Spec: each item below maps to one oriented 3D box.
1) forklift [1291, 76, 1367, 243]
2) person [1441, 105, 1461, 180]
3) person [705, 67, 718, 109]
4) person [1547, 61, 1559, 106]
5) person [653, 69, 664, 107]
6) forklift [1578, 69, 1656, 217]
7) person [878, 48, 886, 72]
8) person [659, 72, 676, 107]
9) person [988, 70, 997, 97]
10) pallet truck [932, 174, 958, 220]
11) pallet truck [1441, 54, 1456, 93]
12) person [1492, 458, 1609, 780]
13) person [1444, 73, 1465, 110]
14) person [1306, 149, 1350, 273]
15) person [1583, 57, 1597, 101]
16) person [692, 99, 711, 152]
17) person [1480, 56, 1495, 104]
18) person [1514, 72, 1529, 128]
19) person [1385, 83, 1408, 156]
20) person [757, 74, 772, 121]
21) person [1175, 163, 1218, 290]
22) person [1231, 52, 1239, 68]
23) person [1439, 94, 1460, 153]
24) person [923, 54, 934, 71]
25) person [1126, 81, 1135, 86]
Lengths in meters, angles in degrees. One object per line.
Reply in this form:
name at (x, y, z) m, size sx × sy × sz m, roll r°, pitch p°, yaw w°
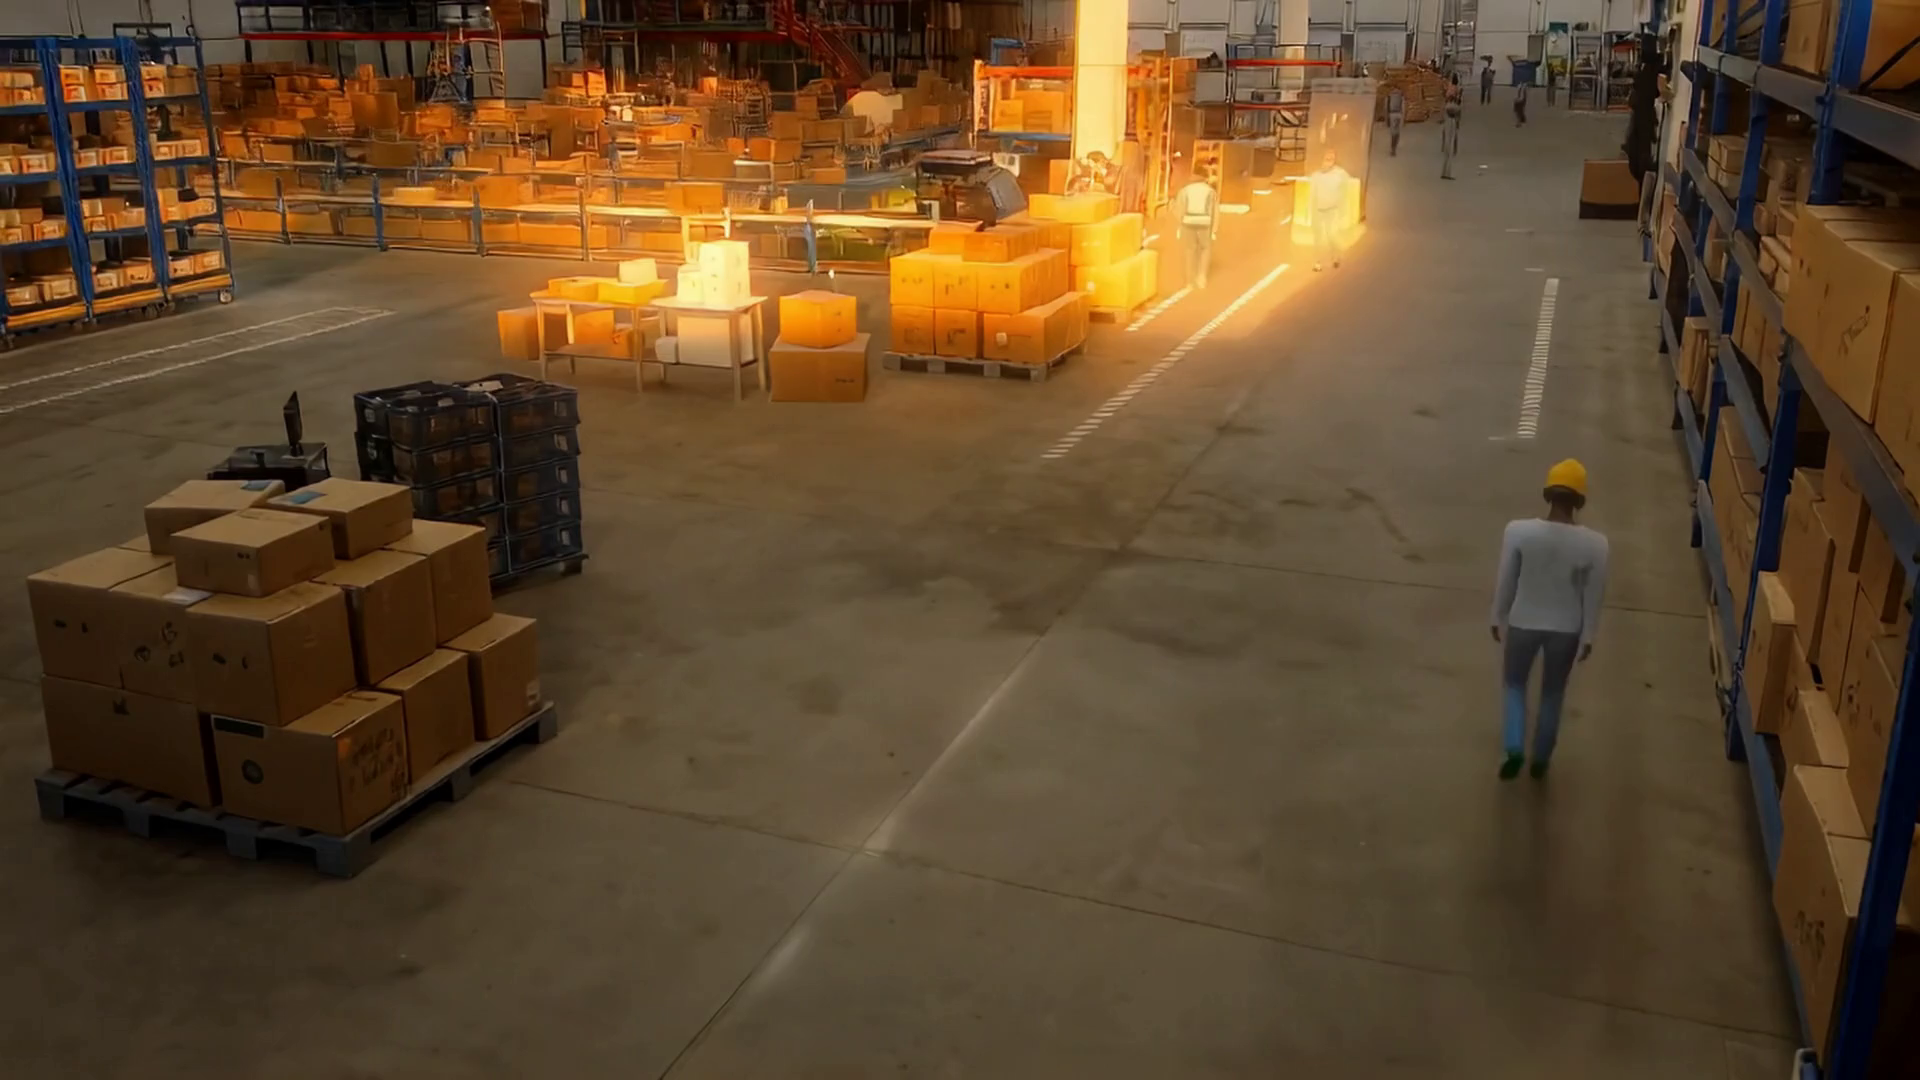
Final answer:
forklift at (6.598, -6.755, 29.381) m, size 1.129 × 2.768 × 1.873 m, roll 6°, pitch 19°, yaw 19°
person at (11.859, -9.586, 40.101) m, size 0.328 × 1.760 × 0.524 m, roll -2°, pitch 18°, yaw -6°
person at (-9.042, -16.126, 60.303) m, size 0.658 × 1.975 × 0.619 m, roll 12°, pitch 21°, yaw 32°
person at (25.381, -19.520, 71.138) m, size 0.310 × 1.864 × 0.533 m, roll -13°, pitch 22°, yaw -36°
person at (-10.803, -16.043, 60.138) m, size 0.586 × 1.904 × 0.596 m, roll -16°, pitch 24°, yaw -41°
forklift at (13.219, -7.740, 32.475) m, size 1.873 × 2.768 × 1.129 m, roll 6°, pitch 19°, yaw 18°
person at (-4.496, -27.341, 95.742) m, size 0.516 × 1.843 × 0.327 m, roll -11°, pitch 21°, yaw -32°
person at (-10.435, -15.756, 59.359) m, size 0.588 × 1.835 × 0.403 m, roll -9°, pitch 20°, yaw -25°
person at (1.347, -18.256, 67.069) m, size 0.400 × 1.923 × 0.577 m, roll 15°, pitch 23°, yaw 39°
pallet truck at (-0.507, -5.292, 27.348) m, size 0.653 × 1.274 × 1.630 m, roll 6°, pitch 19°, yaw 19°
pallet truck at (22.765, -21.886, 78.355) m, size 0.823 × 1.965 × 1.885 m, roll -4°, pitch 18°, yaw -14°
person at (3.030, 0.444, 8.593) m, size 0.535 × 1.749 × 0.493 m, roll 6°, pitch 19°, yaw 18°
person at (16.440, -14.528, 55.328) m, size 0.626 × 1.934 × 0.802 m, roll 6°, pitch 19°, yaw 18°
person at (5.664, -5.077, 25.714) m, size 0.664 × 1.888 × 0.464 m, roll 10°, pitch 20°, yaw 30°
person at (28.445, -20.795, 75.049) m, size 0.389 × 1.924 × 0.591 m, roll -9°, pitch 20°, yaw -25°
person at (-7.144, -11.342, 45.842) m, size 0.640 × 1.611 × 0.509 m, roll -17°, pitch 24°, yaw -42°
person at (23.171, -20.177, 72.916) m, size 0.537 × 2.000 × 0.683 m, roll -13°, pitch 22°, yaw -36°
person at (19.476, -15.244, 57.634) m, size 0.446 × 1.907 × 0.590 m, roll -3°, pitch 18°, yaw -10°
person at (12.185, -11.772, 46.584) m, size 0.616 × 2.007 × 0.985 m, roll 8°, pitch 19°, yaw 25°
person at (-7.225, -16.317, 61.330) m, size 0.441 × 1.698 × 0.541 m, roll -9°, pitch 20°, yaw -26°
person at (3.424, -4.535, 24.140) m, size 0.611 × 1.815 × 0.439 m, roll 3°, pitch 18°, yaw 10°
person at (14.828, -25.487, 89.957) m, size 0.959 × 1.830 × 0.520 m, roll 16°, pitch 24°, yaw 41°
person at (14.041, -11.894, 47.528) m, size 0.542 × 1.648 × 0.880 m, roll -3°, pitch 18°, yaw -8°
person at (-1.590, -22.738, 81.185) m, size 0.609 × 1.897 × 0.645 m, roll 4°, pitch 18°, yaw 14°
person at (5.632, -14.556, 55.540) m, size 0.673 × 1.855 × 0.960 m, roll 9°, pitch 20°, yaw 27°
